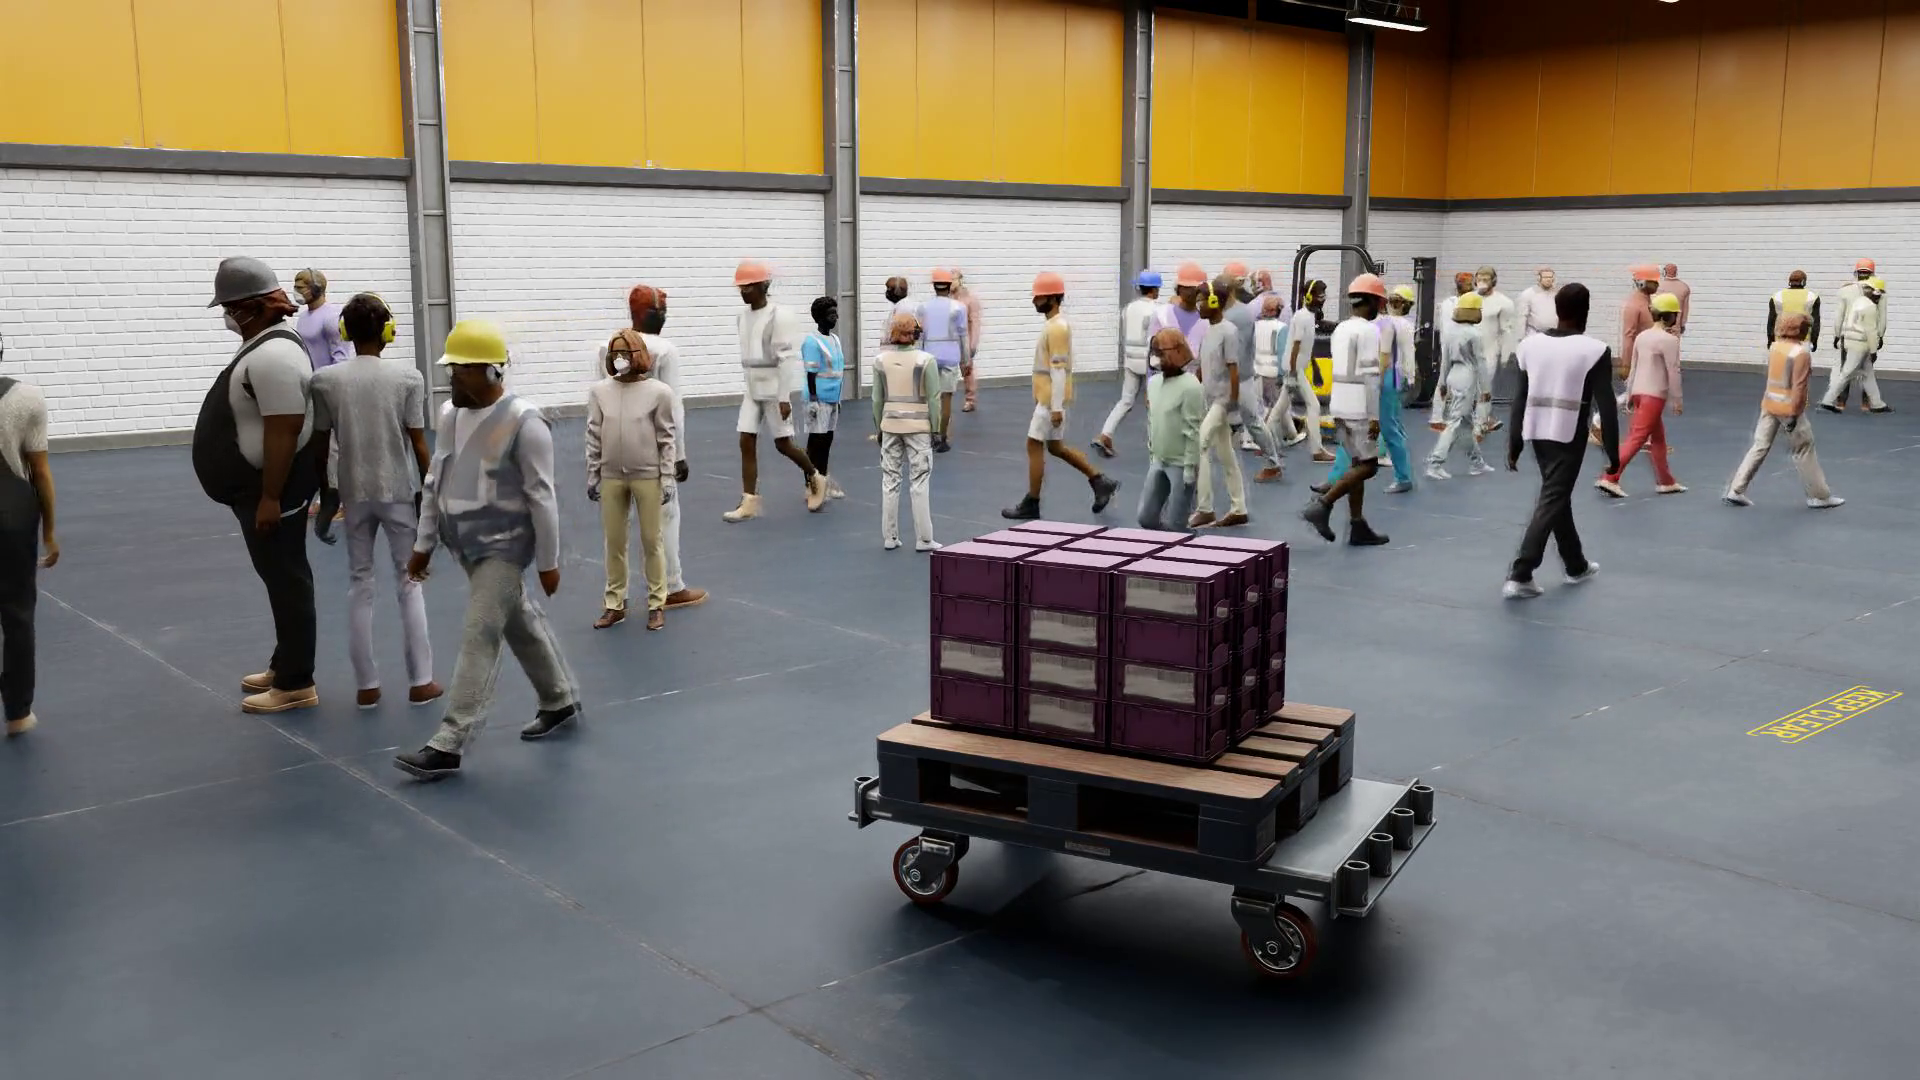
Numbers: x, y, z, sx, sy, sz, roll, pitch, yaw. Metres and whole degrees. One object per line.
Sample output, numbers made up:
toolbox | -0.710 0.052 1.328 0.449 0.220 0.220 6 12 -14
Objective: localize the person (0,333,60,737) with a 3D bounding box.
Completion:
person | -3.979 -0.040 6.801 0.513 1.827 0.643 -4 11 -24

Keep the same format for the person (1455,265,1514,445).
person | 5.642 -1.996 17.957 0.642 1.927 0.645 8 12 38

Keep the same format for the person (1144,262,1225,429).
person | 1.814 -1.225 13.331 0.600 1.987 1.086 3 10 15

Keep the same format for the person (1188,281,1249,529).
person | 1.847 -0.990 12.350 0.746 1.831 0.522 -1 10 -7

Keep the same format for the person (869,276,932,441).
person | -0.578 -1.959 18.080 0.780 1.818 0.633 0 10 -2

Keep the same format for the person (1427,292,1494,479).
person | 4.607 -1.411 15.197 0.871 1.701 0.491 -3 10 -19

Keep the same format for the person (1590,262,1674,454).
person | 6.957 -1.892 17.240 0.888 1.969 0.607 6 12 33

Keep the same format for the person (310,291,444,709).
person | -2.616 -0.171 7.441 0.536 1.872 0.340 -1 10 -7

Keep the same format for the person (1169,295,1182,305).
person | 3.623 -3.400 26.881 0.529 1.690 0.321 4 10 21

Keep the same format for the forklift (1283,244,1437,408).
forklift | 5.256 -2.933 22.661 2.313 2.155 1.214 3 10 16

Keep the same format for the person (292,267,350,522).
person | -4.860 -1.103 12.702 0.353 1.936 0.635 -10 14 -44

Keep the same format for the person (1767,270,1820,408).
person | 11.089 -2.665 22.144 0.635 1.834 0.429 6 11 31

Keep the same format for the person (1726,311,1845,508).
person | 6.644 -1.042 13.372 0.893 1.587 0.512 -2 10 -10

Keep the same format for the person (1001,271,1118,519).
person | 0.767 -1.098 12.733 0.835 1.915 0.551 1 10 5

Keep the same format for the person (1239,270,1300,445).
person | 3.309 -1.933 17.749 0.692 1.877 0.585 -8 13 -39

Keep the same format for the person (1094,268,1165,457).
person | 1.795 -1.768 16.706 0.980 1.910 0.618 -7 12 -34

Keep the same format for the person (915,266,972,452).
person | -0.150 -1.881 17.345 0.550 1.914 0.722 3 10 18

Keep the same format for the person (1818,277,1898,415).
person | 11.479 -2.464 21.196 0.927 1.764 0.608 3 10 19

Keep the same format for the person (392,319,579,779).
person | -1.887 0.013 6.649 0.589 1.784 0.975 8 12 39

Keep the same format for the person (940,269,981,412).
person | -0.048 -2.539 21.347 0.666 1.853 0.991 4 10 22

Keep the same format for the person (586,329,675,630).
person | -1.787 -0.324 9.028 0.498 1.633 0.285 1 10 8

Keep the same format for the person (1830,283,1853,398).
person | 12.646 -2.844 23.780 0.279 1.634 0.499 6 12 33

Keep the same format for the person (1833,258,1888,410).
person | 11.832 -2.700 21.881 0.612 1.995 0.382 4 11 24

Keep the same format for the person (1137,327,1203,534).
person | 1.249 -0.418 9.622 0.388 1.623 0.512 -5 11 -29

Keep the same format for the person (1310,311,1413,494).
person | 3.467 -1.256 14.058 0.966 1.812 0.559 -4 10 -22

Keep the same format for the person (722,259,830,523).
person | -1.431 -1.153 12.807 0.629 2.014 0.909 9 13 42

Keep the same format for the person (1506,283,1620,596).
person | 3.633 -0.603 9.996 1.027 1.864 0.613 -7 12 -36

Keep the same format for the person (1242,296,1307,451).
person | 3.268 -1.734 17.347 0.871 1.592 0.529 -8 12 -38

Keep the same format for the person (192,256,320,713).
person | -3.134 -0.257 7.446 0.536 2.000 0.676 -4 10 -21

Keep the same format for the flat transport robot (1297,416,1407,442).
flat transport robot | 4.222 -1.221 18.262 0.652 0.197 1.431 -3 10 -19

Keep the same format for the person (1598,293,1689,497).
person | 5.793 -1.214 13.990 0.921 1.720 0.540 -2 10 -10

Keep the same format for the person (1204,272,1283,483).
person | 2.429 -1.420 14.725 1.052 1.893 0.644 -4 11 -23

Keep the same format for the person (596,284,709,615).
person | -1.808 -0.509 9.477 0.594 1.858 0.579 5 11 27

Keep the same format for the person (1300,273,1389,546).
person | 2.712 -0.896 11.577 0.598 1.905 0.596 -2 10 -11

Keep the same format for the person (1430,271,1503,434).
person | 5.723 -2.101 18.808 0.602 1.838 0.958 -6 12 -33

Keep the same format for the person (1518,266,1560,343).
person | 8.114 -2.881 23.276 0.650 1.883 0.714 0 10 3

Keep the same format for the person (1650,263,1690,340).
person | 11.380 -3.495 26.820 0.683 1.905 0.403 -1 10 -4

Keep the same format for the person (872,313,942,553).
person | -0.361 -0.729 11.388 0.513 1.638 0.311 4 11 25

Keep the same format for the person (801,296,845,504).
person | -1.120 -1.151 13.681 0.317 1.695 0.540 3 10 19

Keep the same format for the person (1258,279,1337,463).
person | 3.352 -1.655 16.385 0.870 1.794 0.543 3 10 16

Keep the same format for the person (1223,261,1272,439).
person | 3.090 -2.070 18.251 0.625 1.973 0.629 -3 10 -19

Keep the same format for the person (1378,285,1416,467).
person | 4.157 -1.566 15.959 0.453 1.733 0.564 -4 10 -22
